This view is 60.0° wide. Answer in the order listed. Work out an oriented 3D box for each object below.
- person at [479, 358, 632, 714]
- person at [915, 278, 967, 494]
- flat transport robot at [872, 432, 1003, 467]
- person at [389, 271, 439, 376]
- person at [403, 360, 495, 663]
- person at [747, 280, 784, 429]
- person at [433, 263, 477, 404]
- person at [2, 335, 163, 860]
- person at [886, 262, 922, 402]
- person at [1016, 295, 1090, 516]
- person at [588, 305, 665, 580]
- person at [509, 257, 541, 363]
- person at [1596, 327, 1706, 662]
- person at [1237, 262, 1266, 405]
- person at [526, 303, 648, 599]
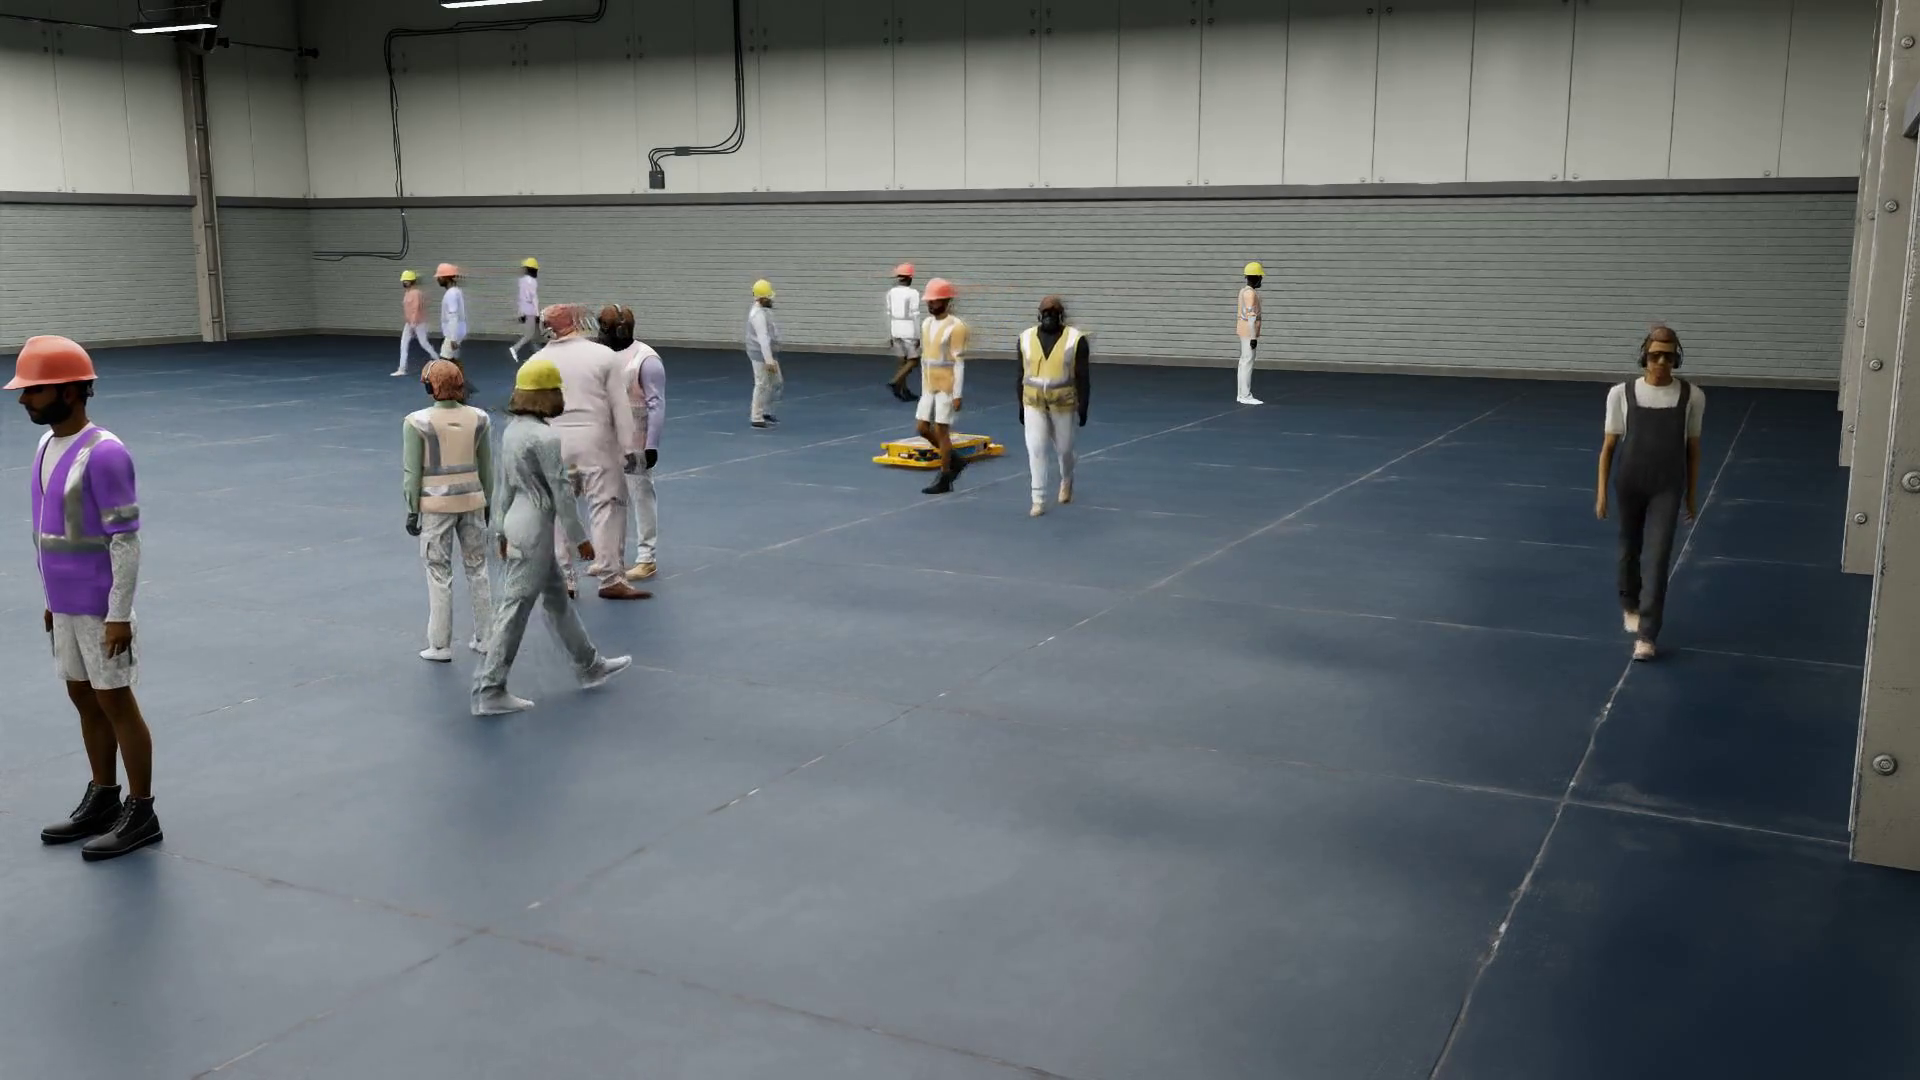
[{"bbox_3d":[-1.998,-0.026,8.108,0.873,1.700,0.497,-7,12,-32],"label":"person"},{"bbox_3d":[-0.154,-1.366,14.813,0.482,1.922,0.567,-9,13,-39],"label":"person"},{"bbox_3d":[-0.211,-0.929,16.941,0.652,0.197,1.431,7,12,33],"label":"flat transport robot"},{"bbox_3d":[-8.931,-3.559,27.333,0.884,1.731,0.536,-10,14,-43],"label":"person"},{"bbox_3d":[-2.754,-0.156,9.016,0.516,1.635,0.312,-10,14,-43],"label":"person"},{"bbox_3d":[-2.303,-2.172,19.618,0.422,1.780,0.681,1,10,5],"label":"person"},{"bbox_3d":[-6.884,-2.780,22.526,0.417,1.919,0.561,-2,11,-10],"label":"person"},{"bbox_3d":[-3.252,0.216,6.148,0.553,1.935,0.364,8,13,36],"label":"person"},{"bbox_3d":[-0.788,-2.847,22.886,0.564,1.924,0.547,8,13,37],"label":"person"},{"bbox_3d":[0.786,-1.141,13.914,0.633,1.814,0.854,3,11,14],"label":"person"},{"bbox_3d":[-2.256,-0.651,11.146,0.623,1.841,0.430,7,12,33],"label":"person"},{"bbox_3d":[-7.704,-4.078,29.640,0.728,1.903,0.598,-7,13,-35],"label":"person"},{"bbox_3d":[3.836,-0.290,9.271,0.517,1.807,0.958,4,11,22],"label":"person"},{"bbox_3d":[3.965,-2.815,22.697,0.364,1.930,0.588,0,10,0],"label":"person"},{"bbox_3d":[-2.350,-0.552,10.535,0.768,1.873,0.397,1,10,7],"label":"person"}]
